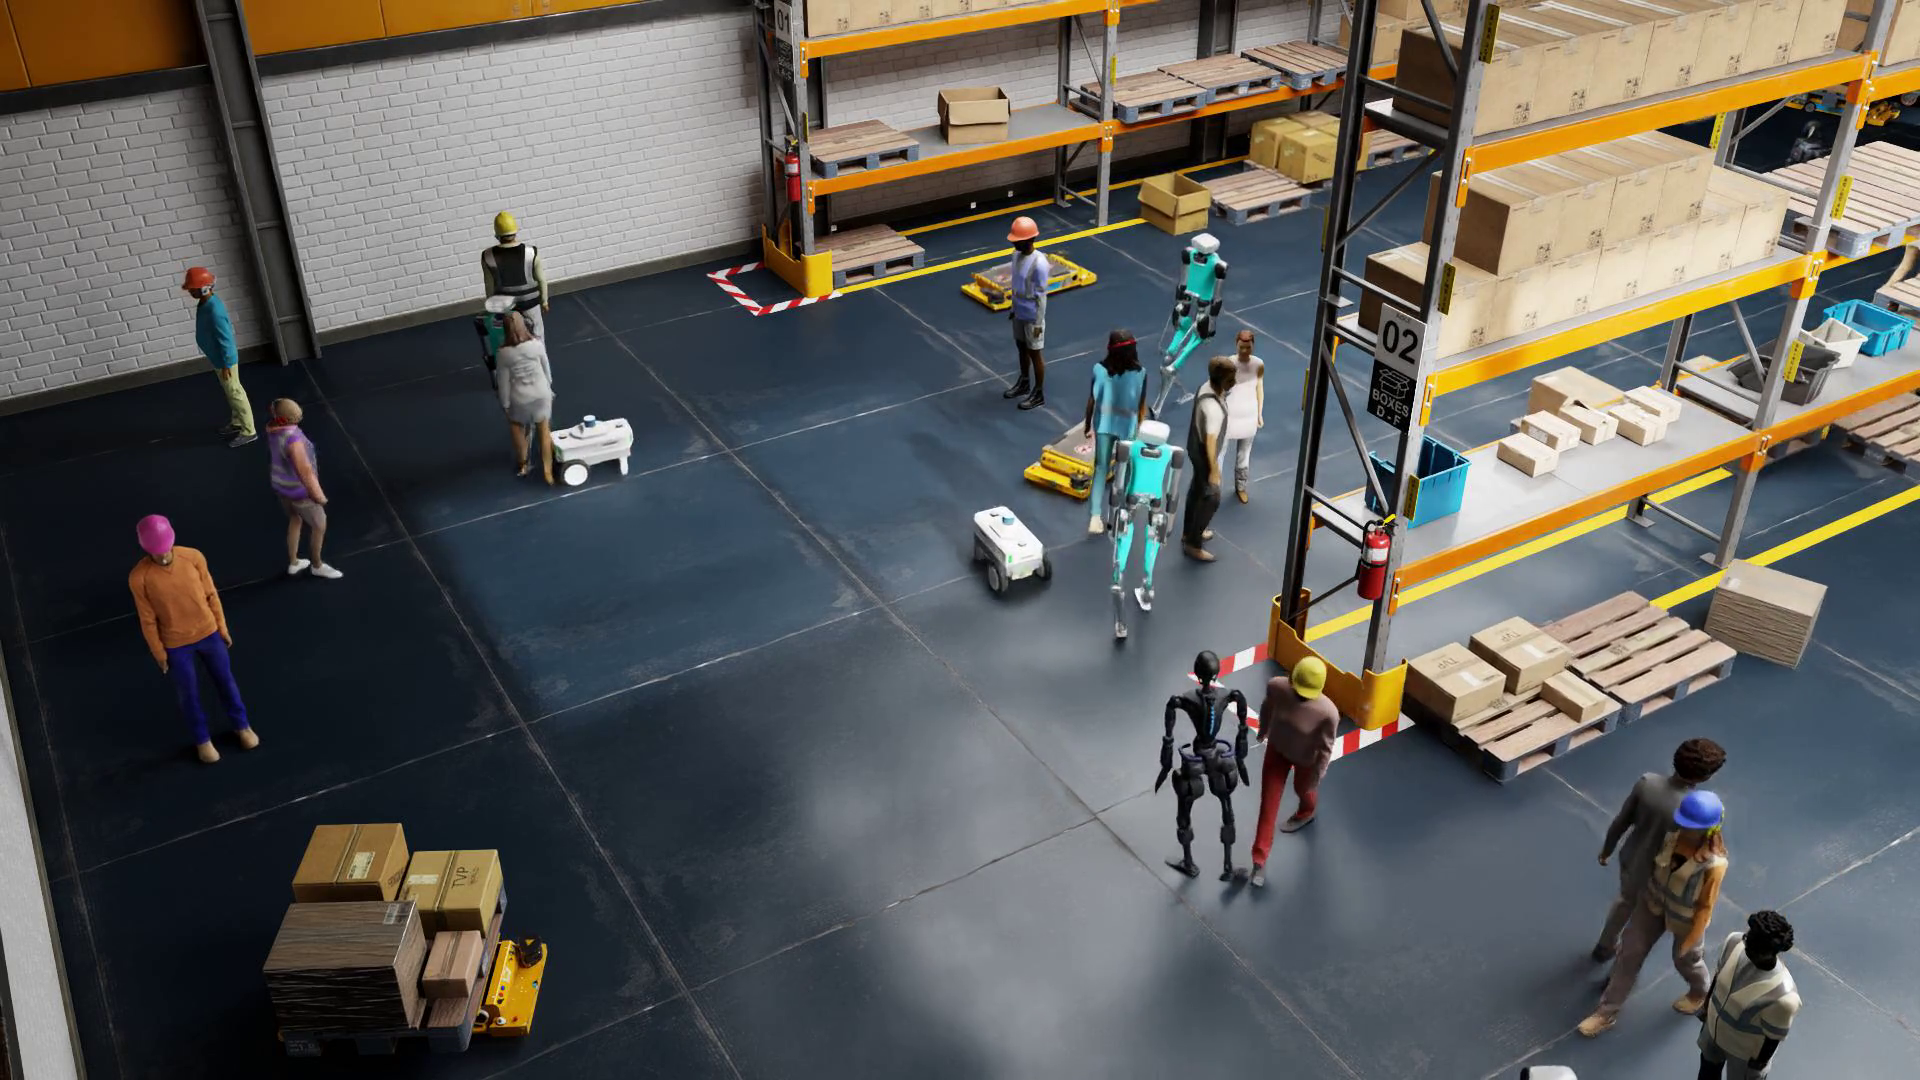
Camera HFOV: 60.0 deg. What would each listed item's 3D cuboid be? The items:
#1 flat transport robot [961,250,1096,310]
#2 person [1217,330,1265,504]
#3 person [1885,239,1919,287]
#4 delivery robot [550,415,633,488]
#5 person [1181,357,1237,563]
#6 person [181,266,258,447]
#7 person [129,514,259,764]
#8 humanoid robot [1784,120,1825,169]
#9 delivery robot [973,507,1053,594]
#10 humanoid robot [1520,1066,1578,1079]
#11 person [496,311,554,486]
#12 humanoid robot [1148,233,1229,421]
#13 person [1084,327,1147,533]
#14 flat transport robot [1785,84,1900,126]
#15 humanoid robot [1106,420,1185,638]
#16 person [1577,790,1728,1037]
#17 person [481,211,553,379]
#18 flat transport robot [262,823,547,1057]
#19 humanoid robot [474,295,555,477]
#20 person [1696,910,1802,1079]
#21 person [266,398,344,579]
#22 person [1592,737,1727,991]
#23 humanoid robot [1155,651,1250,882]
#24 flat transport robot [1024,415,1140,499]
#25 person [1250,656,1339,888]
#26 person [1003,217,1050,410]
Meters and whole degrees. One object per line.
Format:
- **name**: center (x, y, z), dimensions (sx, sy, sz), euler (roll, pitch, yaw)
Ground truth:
- **flat transport robot**: center (0.779, -2.934, 18.763), dimensions (1.431, 0.231, 0.659), euler (-20, 37, -29)
- **person**: center (2.416, -1.072, 14.481), dimensions (0.449, 1.659, 0.279), euler (-1, 32, -2)
- **person**: center (10.362, -3.234, 17.865), dimensions (0.647, 1.732, 0.569), euler (-20, 37, -29)
- **delivery robot**: center (-3.372, -0.843, 15.160), dimensions (0.767, 0.596, 0.511), euler (-14, 35, -21)
- **person**: center (2.040, -0.689, 13.716), dimensions (0.344, 1.832, 0.554), euler (1, 32, 2)
- **person**: center (-6.872, -1.717, 15.420), dimensions (0.323, 1.754, 0.562), euler (-20, 37, -28)
- **person**: center (-5.300, 0.662, 11.428), dimensions (0.520, 1.972, 0.405), euler (-24, 39, -33)
- **humanoid robot**: center (9.757, -4.083, 19.314), dimensions (0.780, 1.629, 0.602), euler (-6, 33, -9)
- **delivery robot**: center (0.402, 0.059, 13.737), dimensions (0.499, 0.611, 0.814), euler (-14, 35, -21)
- **humanoid robot**: center (2.442, 3.118, 7.736), dimensions (0.940, 1.762, 0.545), euler (-3, 32, -5)
- **person**: center (-3.882, -1.300, 14.857), dimensions (0.506, 1.637, 0.646), euler (-14, 35, -21)
- **humanoid robot**: center (2.061, -1.980, 15.894), dimensions (0.910, 1.801, 0.561), euler (-26, 40, -35)
- **person**: center (1.315, -0.937, 14.135), dimensions (0.548, 1.841, 0.920), euler (6, 33, 10)
- **flat transport robot**: center (12.800, -6.322, 24.166), dimensions (1.431, 0.231, 0.659), euler (27, 41, 36)
- **humanoid robot**: center (1.392, -0.007, 12.731), dimensions (0.578, 1.775, 0.900), euler (3, 32, 5)
- **person**: center (4.064, 2.080, 9.383), dimensions (0.875, 1.739, 0.460), euler (-15, 35, -22)
- **person**: center (-4.345, -2.357, 16.367), dimensions (0.589, 1.837, 0.404), euler (-7, 33, -11)
- **flat transport robot**: center (-3.229, 2.651, 9.855), dimensions (1.431, 0.231, 0.659), euler (-1, 32, -2)
- **humanoid robot**: center (-3.935, -1.479, 15.079), dimensions (0.551, 1.759, 0.934), euler (5, 32, 8)
- **person**: center (4.037, 2.570, 8.643), dimensions (0.320, 1.692, 0.532), euler (-7, 33, -11)
- **person**: center (-5.356, -0.403, 13.415), dimensions (0.390, 1.666, 0.546), euler (-26, 41, -35)
- **person**: center (4.031, 1.859, 9.609), dimensions (0.610, 1.879, 0.581), euler (-19, 37, -27)
- **humanoid robot**: center (1.552, 1.459, 10.439), dimensions (0.610, 1.645, 0.477), euler (-5, 33, -9)
- **flat transport robot**: center (1.273, -0.827, 15.403), dimensions (0.659, 0.231, 1.431), euler (22, 38, 31)
- **person**: center (2.105, 1.357, 10.568), dimensions (0.574, 1.691, 0.901), euler (19, 37, 28)
- **person**: center (0.625, -2.195, 16.027), dimensions (0.387, 1.929, 0.543), euler (-17, 36, -25)
